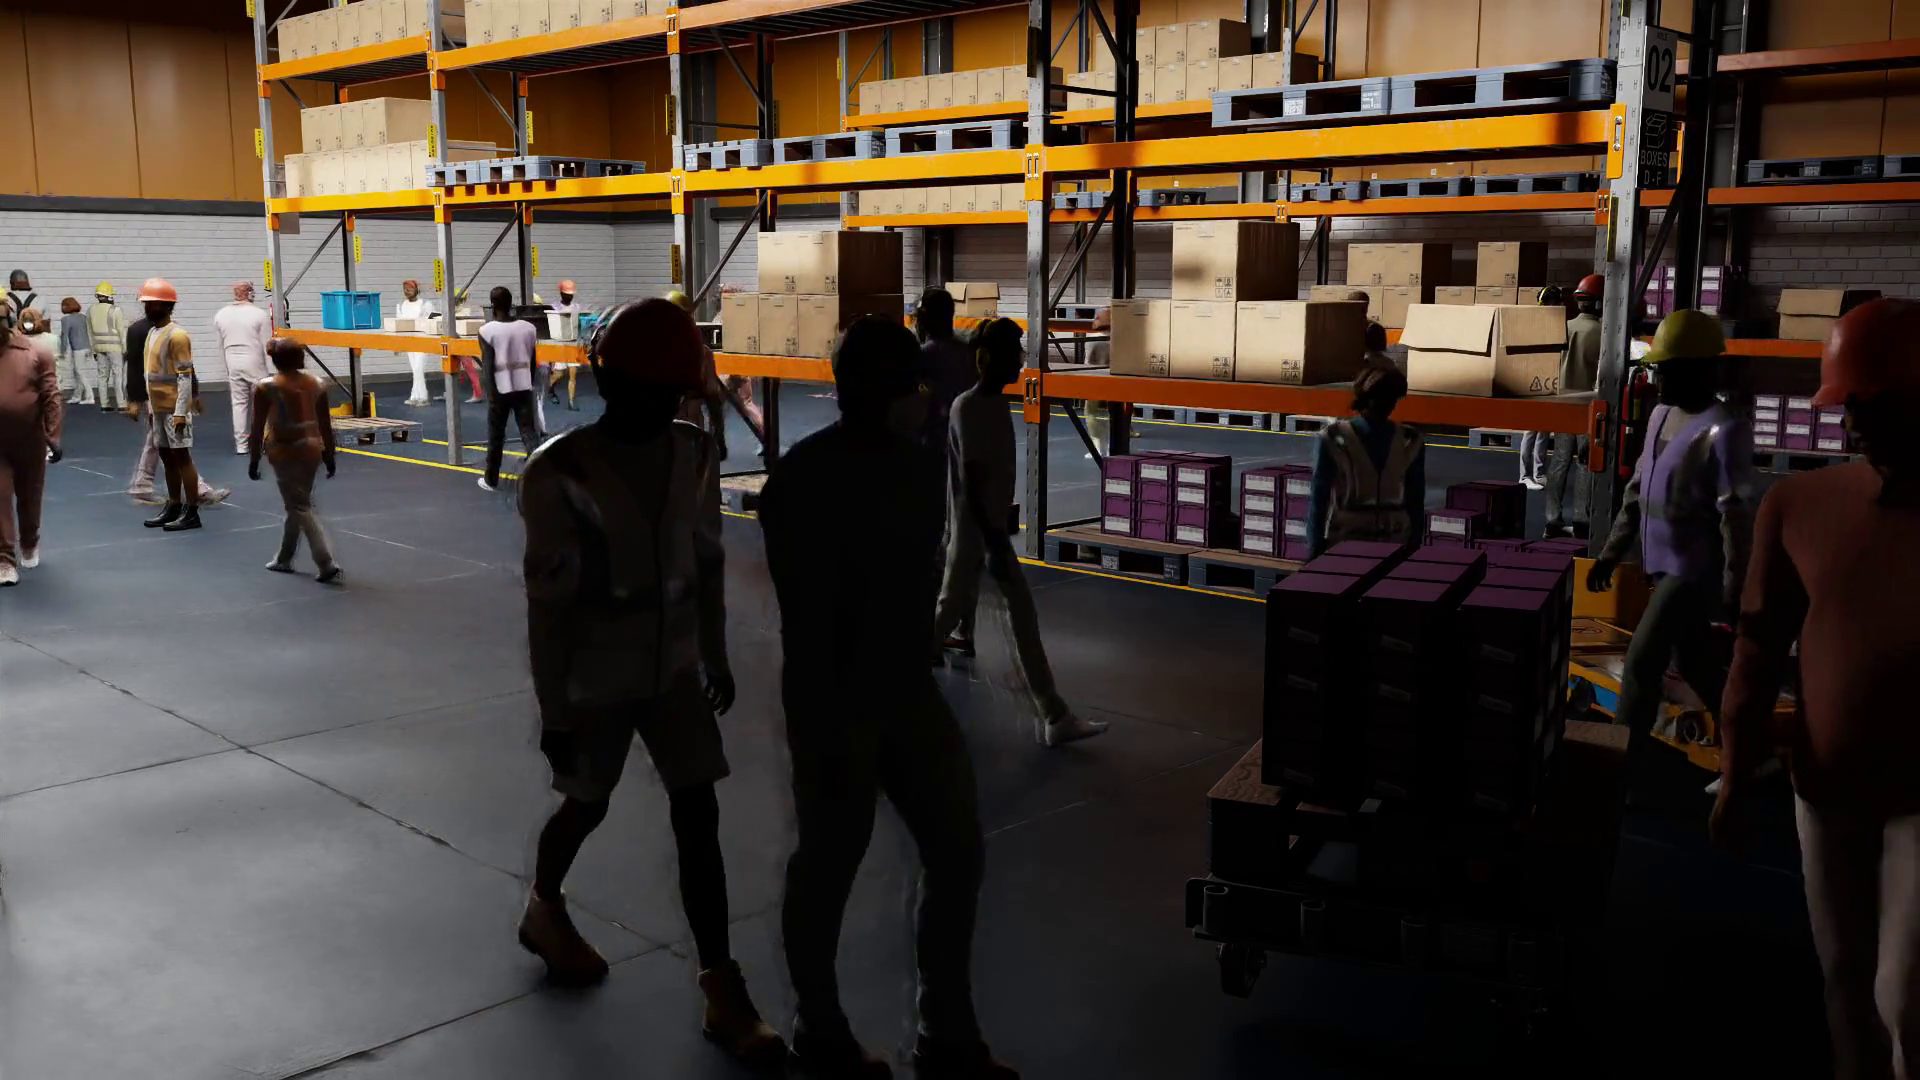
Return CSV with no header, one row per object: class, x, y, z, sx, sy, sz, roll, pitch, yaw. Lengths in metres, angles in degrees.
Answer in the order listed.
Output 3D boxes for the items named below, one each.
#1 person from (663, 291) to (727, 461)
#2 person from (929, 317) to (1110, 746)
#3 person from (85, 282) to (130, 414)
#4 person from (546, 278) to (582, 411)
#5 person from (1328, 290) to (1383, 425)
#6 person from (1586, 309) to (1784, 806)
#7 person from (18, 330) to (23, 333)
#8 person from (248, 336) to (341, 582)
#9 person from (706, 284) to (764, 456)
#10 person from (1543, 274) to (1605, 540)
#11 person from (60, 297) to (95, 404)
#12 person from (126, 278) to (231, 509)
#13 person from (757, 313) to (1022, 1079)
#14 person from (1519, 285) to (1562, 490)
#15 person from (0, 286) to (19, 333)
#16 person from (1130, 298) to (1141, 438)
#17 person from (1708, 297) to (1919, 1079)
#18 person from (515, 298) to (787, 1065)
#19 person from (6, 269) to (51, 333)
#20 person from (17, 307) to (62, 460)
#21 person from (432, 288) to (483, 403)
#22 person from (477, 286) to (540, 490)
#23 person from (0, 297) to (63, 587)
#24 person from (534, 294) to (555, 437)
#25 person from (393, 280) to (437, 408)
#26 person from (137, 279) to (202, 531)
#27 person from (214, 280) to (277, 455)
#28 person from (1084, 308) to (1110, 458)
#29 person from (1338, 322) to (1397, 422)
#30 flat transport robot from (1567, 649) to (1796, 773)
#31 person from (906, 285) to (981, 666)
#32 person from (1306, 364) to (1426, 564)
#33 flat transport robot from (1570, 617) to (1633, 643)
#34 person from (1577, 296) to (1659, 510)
person,-1.893,-0.731,11.207,0.604,1.877,0.984,-8,12,-39
person,0.131,-0.019,7.026,0.995,1.816,0.504,5,11,29
person,-11.880,-2.678,23.258,0.590,1.837,0.404,2,9,10
person,-5.678,-2.783,23.750,0.551,1.900,0.732,-8,12,-39
person,3.799,-1.520,16.205,0.636,1.822,0.698,-1,9,-4
person,2.731,0.077,6.239,0.945,1.884,0.589,0,9,0
person,-11.878,-2.182,20.737,0.535,1.663,0.798,-1,9,-6
person,-4.326,-0.533,10.839,0.877,1.595,0.519,6,11,34
person,-2.430,-1.828,17.962,0.929,1.871,0.640,5,11,30
person,4.621,-0.964,12.314,0.405,1.987,0.608,-5,11,-29
person,-13.187,-2.822,24.837,0.500,1.603,0.522,2,9,9
person,-6.661,-1.231,14.055,1.008,1.937,0.642,2,9,11
person,-0.152,0.434,3.950,0.763,1.913,0.639,8,12,41
person,5.377,-1.394,15.284,0.532,1.870,0.319,-7,12,-37
person,-11.315,-2.086,19.641,0.404,1.829,0.600,3,10,19
person,1.973,-2.063,19.934,0.320,1.694,0.534,-7,11,-35
person,1.847,0.505,3.347,0.546,1.969,0.618,-7,12,-36
person,-0.883,0.333,4.456,0.688,1.962,1.076,-8,12,-42
person,-13.140,-2.793,23.334,0.713,2.000,0.536,-7,12,-37
person,-9.776,-1.649,17.616,0.506,1.622,0.373,-3,10,-16
person,-7.609,-2.907,24.987,0.852,1.719,0.522,-2,9,-13
person,-4.038,-1.329,14.922,0.590,1.873,1.024,-8,12,-41
person,-6.266,-0.680,10.949,0.633,1.865,0.987,-5,11,-30
person,-5.190,-2.125,20.202,0.529,1.731,0.785,-8,13,-42
person,-8.012,-2.851,24.258,0.619,1.848,0.867,3,10,16
person,-6.149,-1.041,12.895,0.546,1.942,0.348,8,12,39
person,-7.717,-1.865,18.076,0.653,1.905,0.423,1,9,7
person,1.497,-1.626,17.487,0.530,1.614,0.556,-4,10,-23
person,3.028,-0.805,12.392,0.527,1.636,0.357,-8,12,-41
flat transport robot,3.189,0.709,7.276,0.652,0.197,1.431,-2,9,-10
person,-0.116,-0.326,8.524,0.372,1.940,0.632,8,12,41
person,1.761,0.030,7.320,0.532,1.617,0.577,-1,9,-7
flat transport robot,2.750,0.553,8.236,1.431,0.197,0.652,-2,9,-10
person,4.369,-0.677,10.796,0.550,1.908,0.885,-8,12,-40
